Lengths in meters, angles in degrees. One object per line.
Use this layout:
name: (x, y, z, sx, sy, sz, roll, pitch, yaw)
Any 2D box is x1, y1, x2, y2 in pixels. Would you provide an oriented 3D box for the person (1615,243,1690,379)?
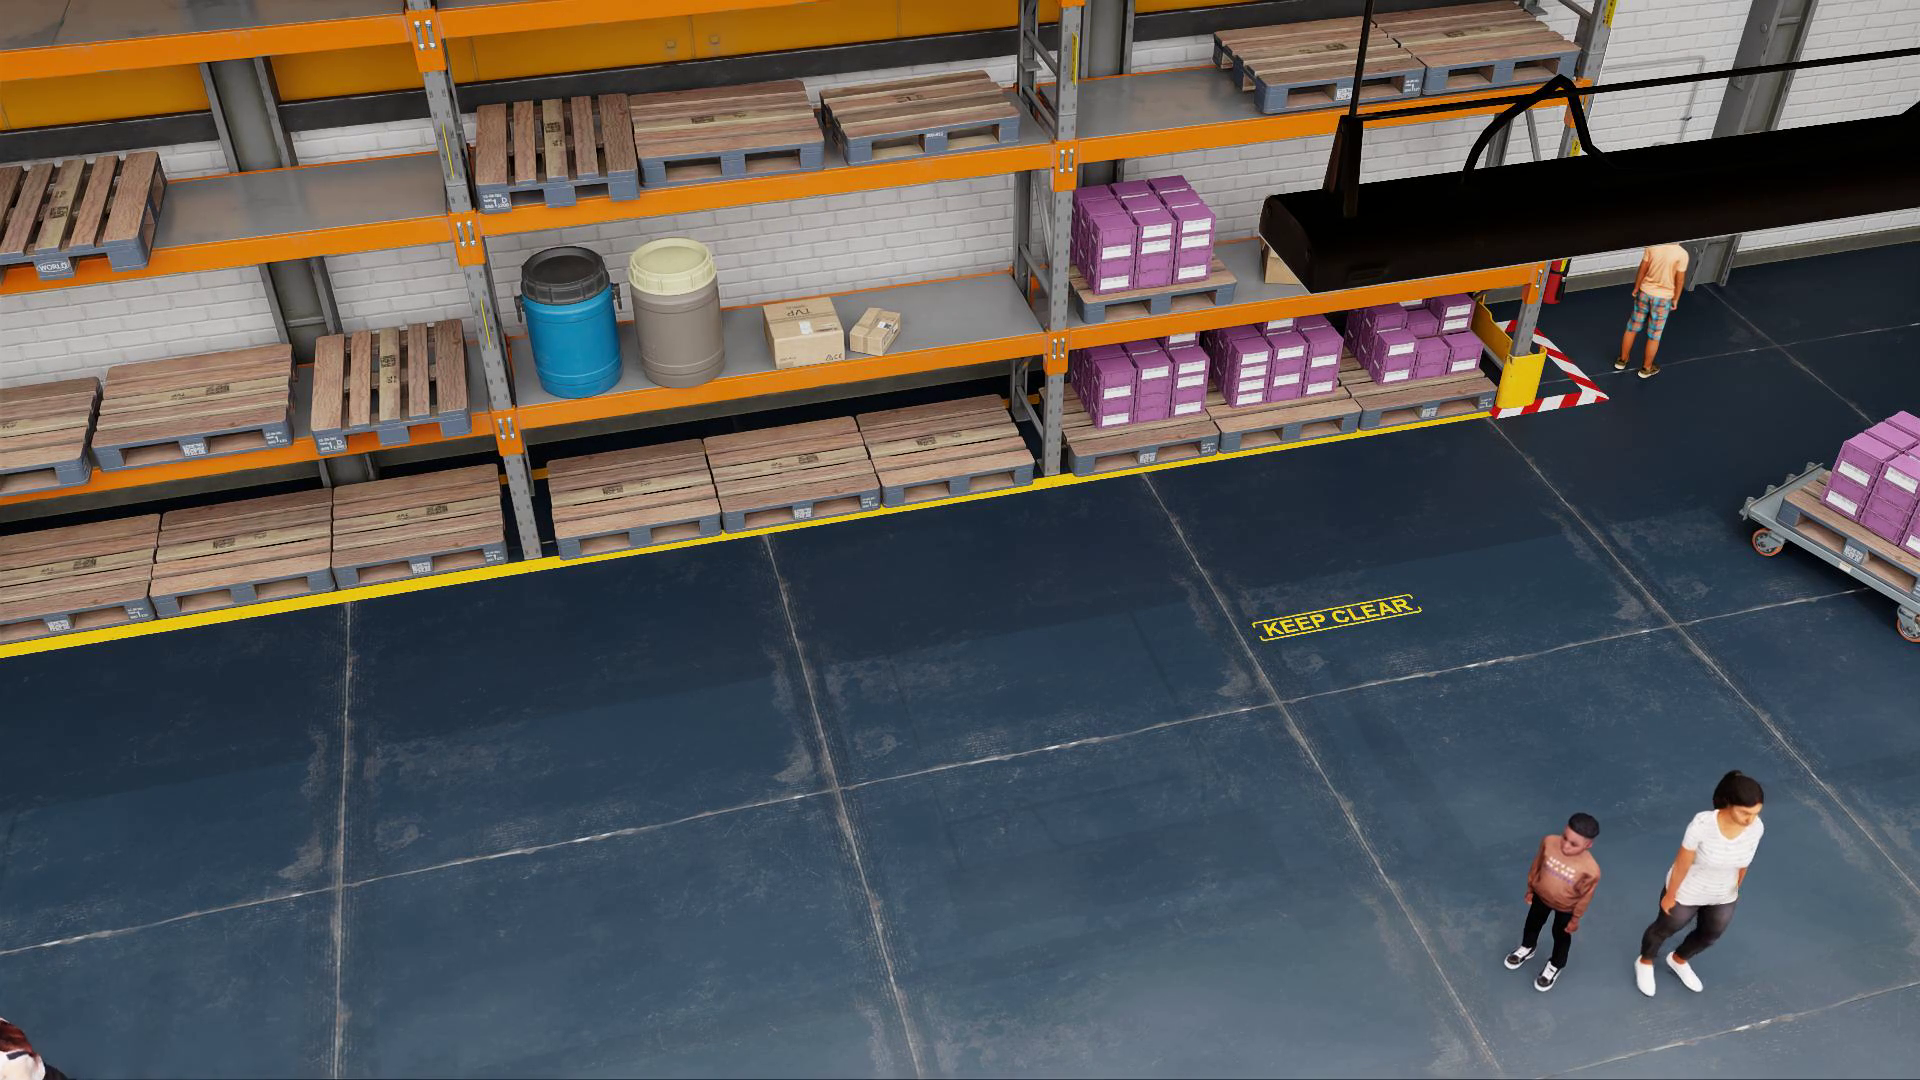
person: (5.765, -2.037, 13.786, 0.606, 1.461, 0.638, 28, 46, 30)

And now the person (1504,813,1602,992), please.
person: (3.245, 1.925, 8.993, 0.582, 1.252, 0.576, -27, 46, -30)

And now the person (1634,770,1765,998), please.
person: (3.916, 1.833, 8.798, 0.530, 1.638, 0.673, -2, 39, -3)
